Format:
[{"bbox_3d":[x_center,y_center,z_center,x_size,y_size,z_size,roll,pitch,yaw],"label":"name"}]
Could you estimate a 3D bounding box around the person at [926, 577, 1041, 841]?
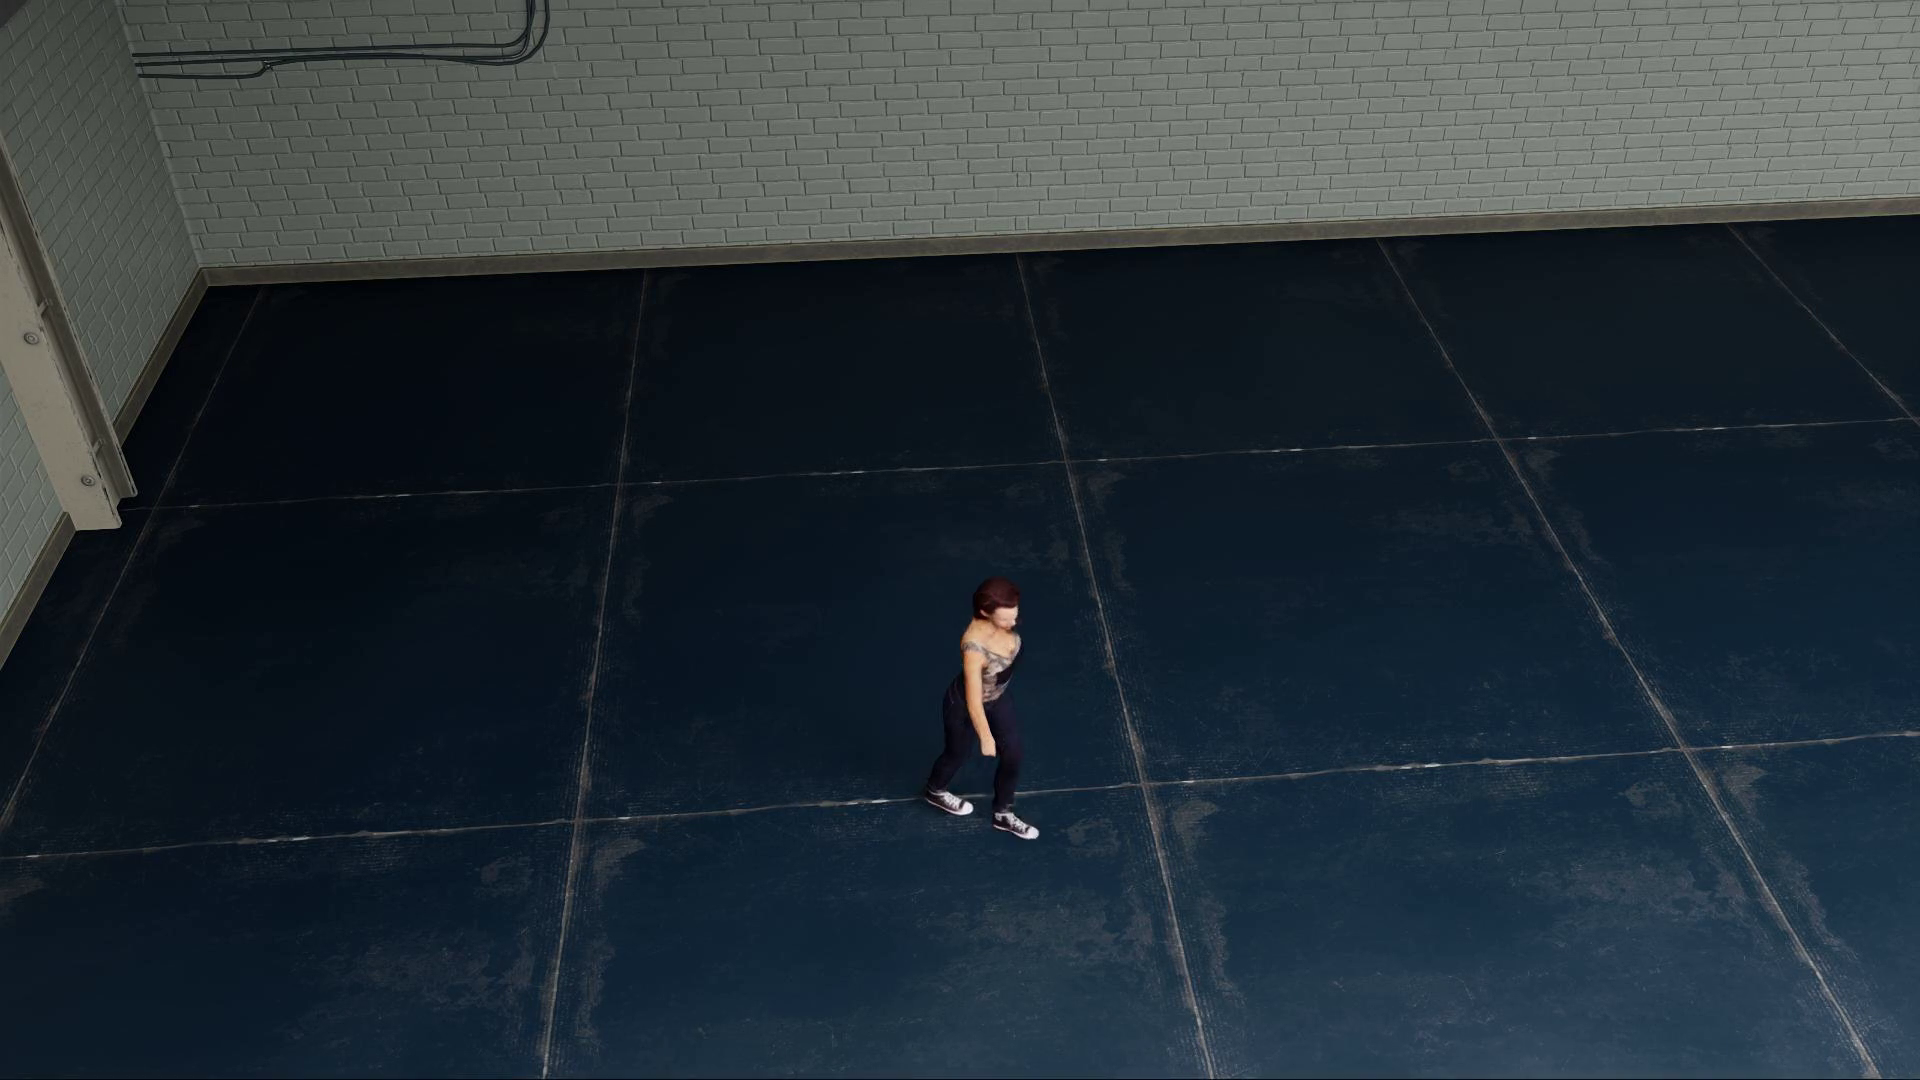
[{"bbox_3d":[0.022,0.795,8.173,0.952,1.714,0.952,13,40,16],"label":"person"}]
